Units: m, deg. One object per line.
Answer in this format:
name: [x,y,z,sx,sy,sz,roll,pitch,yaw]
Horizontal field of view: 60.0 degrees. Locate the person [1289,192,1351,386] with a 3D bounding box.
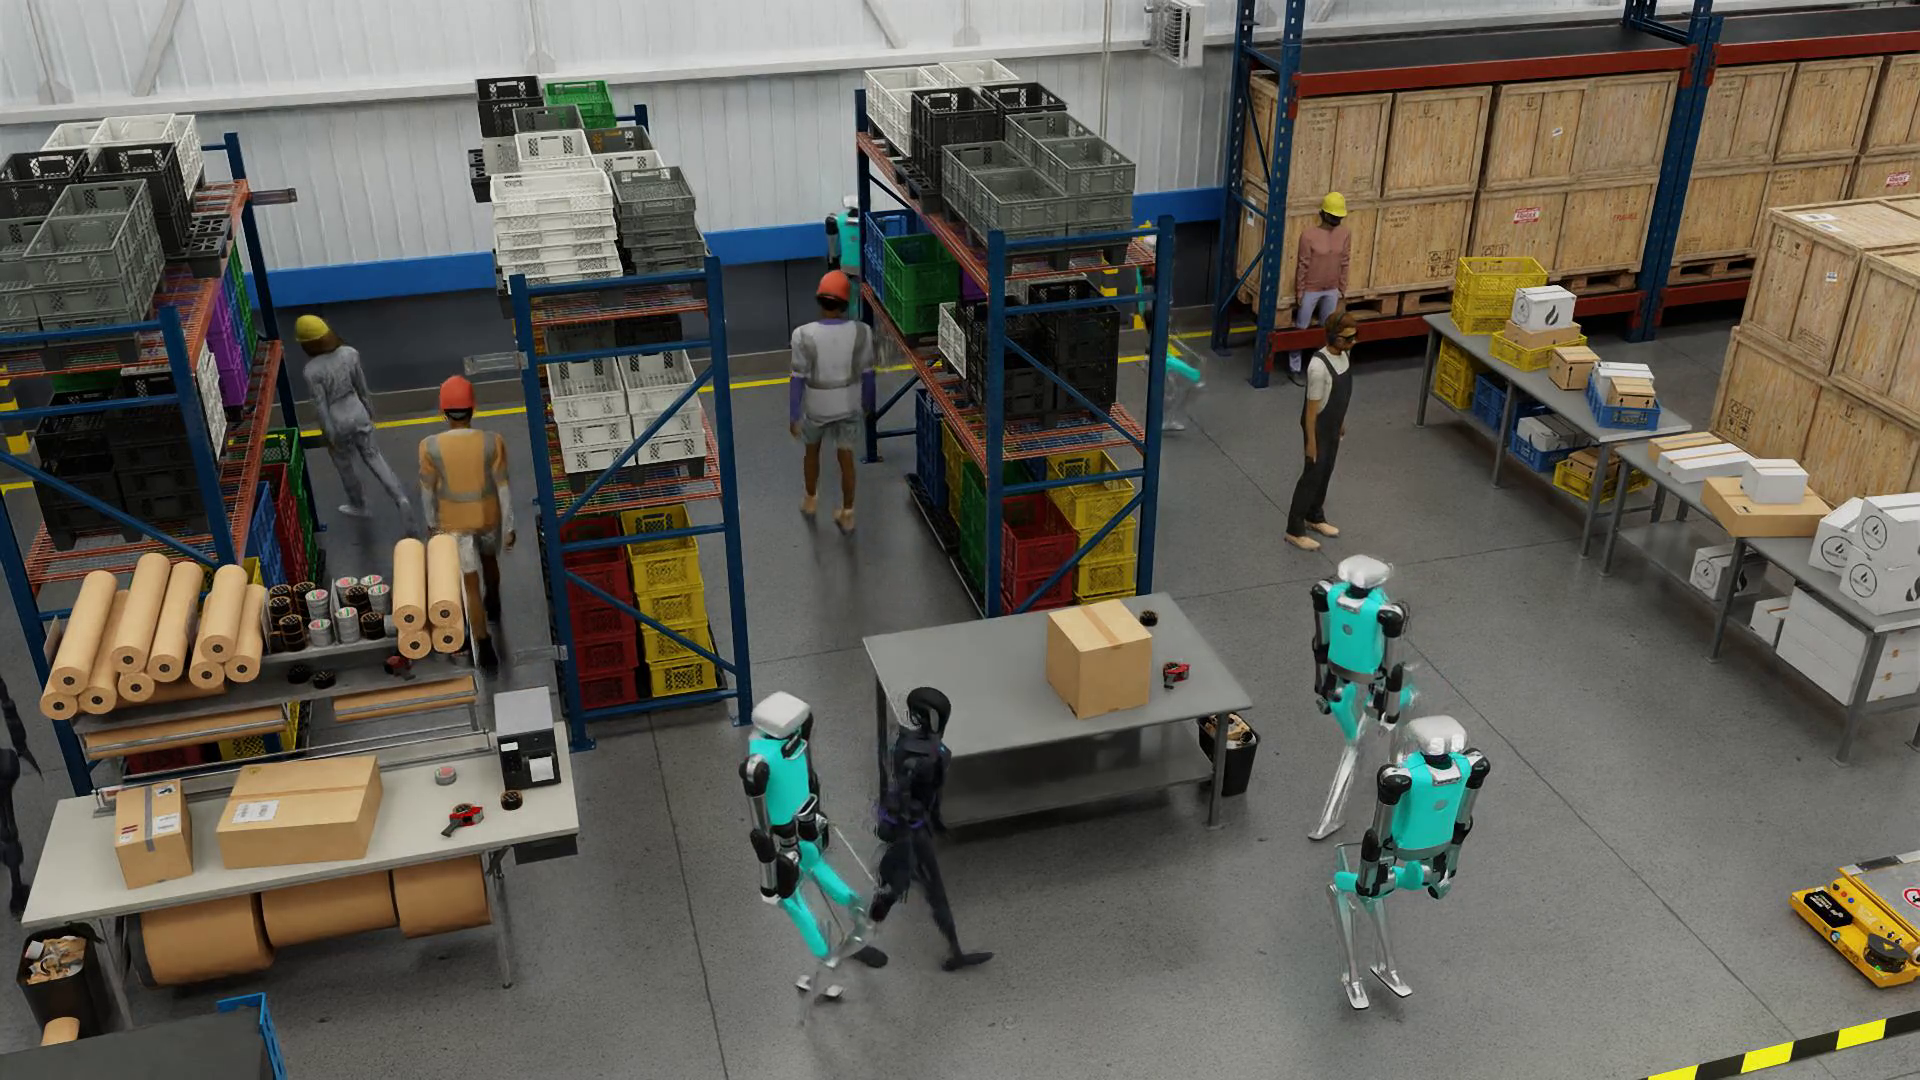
person: [3.184,-2.208,14.634,0.523,1.761,0.336,-10,30,-17]

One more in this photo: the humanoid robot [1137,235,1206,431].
humanoid robot: [1.775,-1.603,13.609,0.758,1.831,0.542,5,29,8]

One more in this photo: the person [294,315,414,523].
person: [-4.480,-0.849,12.234,0.715,1.684,0.516,20,34,31]

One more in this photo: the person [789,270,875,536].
person: [-0.966,-1.030,12.233,0.660,2.004,0.717,-8,30,-14]

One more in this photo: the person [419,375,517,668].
person: [-3.152,-0.136,10.738,0.557,1.886,0.998,-10,30,-17]

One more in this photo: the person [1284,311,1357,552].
person: [2.620,-0.789,11.977,0.331,1.836,0.505,19,34,31]

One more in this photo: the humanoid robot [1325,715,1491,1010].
humanoid robot: [2.029,1.438,7.880,0.533,1.677,0.735,-8,30,-15]

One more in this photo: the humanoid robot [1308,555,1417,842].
humanoid robot: [2.328,0.786,9.277,0.546,1.779,1.052,24,37,36]

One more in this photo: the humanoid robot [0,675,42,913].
humanoid robot: [-5.178,1.123,8.691,0.593,1.623,0.771,-12,31,-20]

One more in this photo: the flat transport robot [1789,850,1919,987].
flat transport robot: [5.163,1.916,8.676,1.431,0.231,0.659,-8,30,-14]

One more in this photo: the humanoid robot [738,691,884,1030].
humanoid robot: [-0.639,1.574,7.836,0.663,1.859,0.540,11,31,20]

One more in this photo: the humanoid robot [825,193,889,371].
humanoid robot: [-0.879,-2.281,14.806,0.531,1.797,0.793,2,29,4]

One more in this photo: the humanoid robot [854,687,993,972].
humanoid robot: [-0.223,1.441,8.126,0.770,1.625,0.597,7,30,12]
